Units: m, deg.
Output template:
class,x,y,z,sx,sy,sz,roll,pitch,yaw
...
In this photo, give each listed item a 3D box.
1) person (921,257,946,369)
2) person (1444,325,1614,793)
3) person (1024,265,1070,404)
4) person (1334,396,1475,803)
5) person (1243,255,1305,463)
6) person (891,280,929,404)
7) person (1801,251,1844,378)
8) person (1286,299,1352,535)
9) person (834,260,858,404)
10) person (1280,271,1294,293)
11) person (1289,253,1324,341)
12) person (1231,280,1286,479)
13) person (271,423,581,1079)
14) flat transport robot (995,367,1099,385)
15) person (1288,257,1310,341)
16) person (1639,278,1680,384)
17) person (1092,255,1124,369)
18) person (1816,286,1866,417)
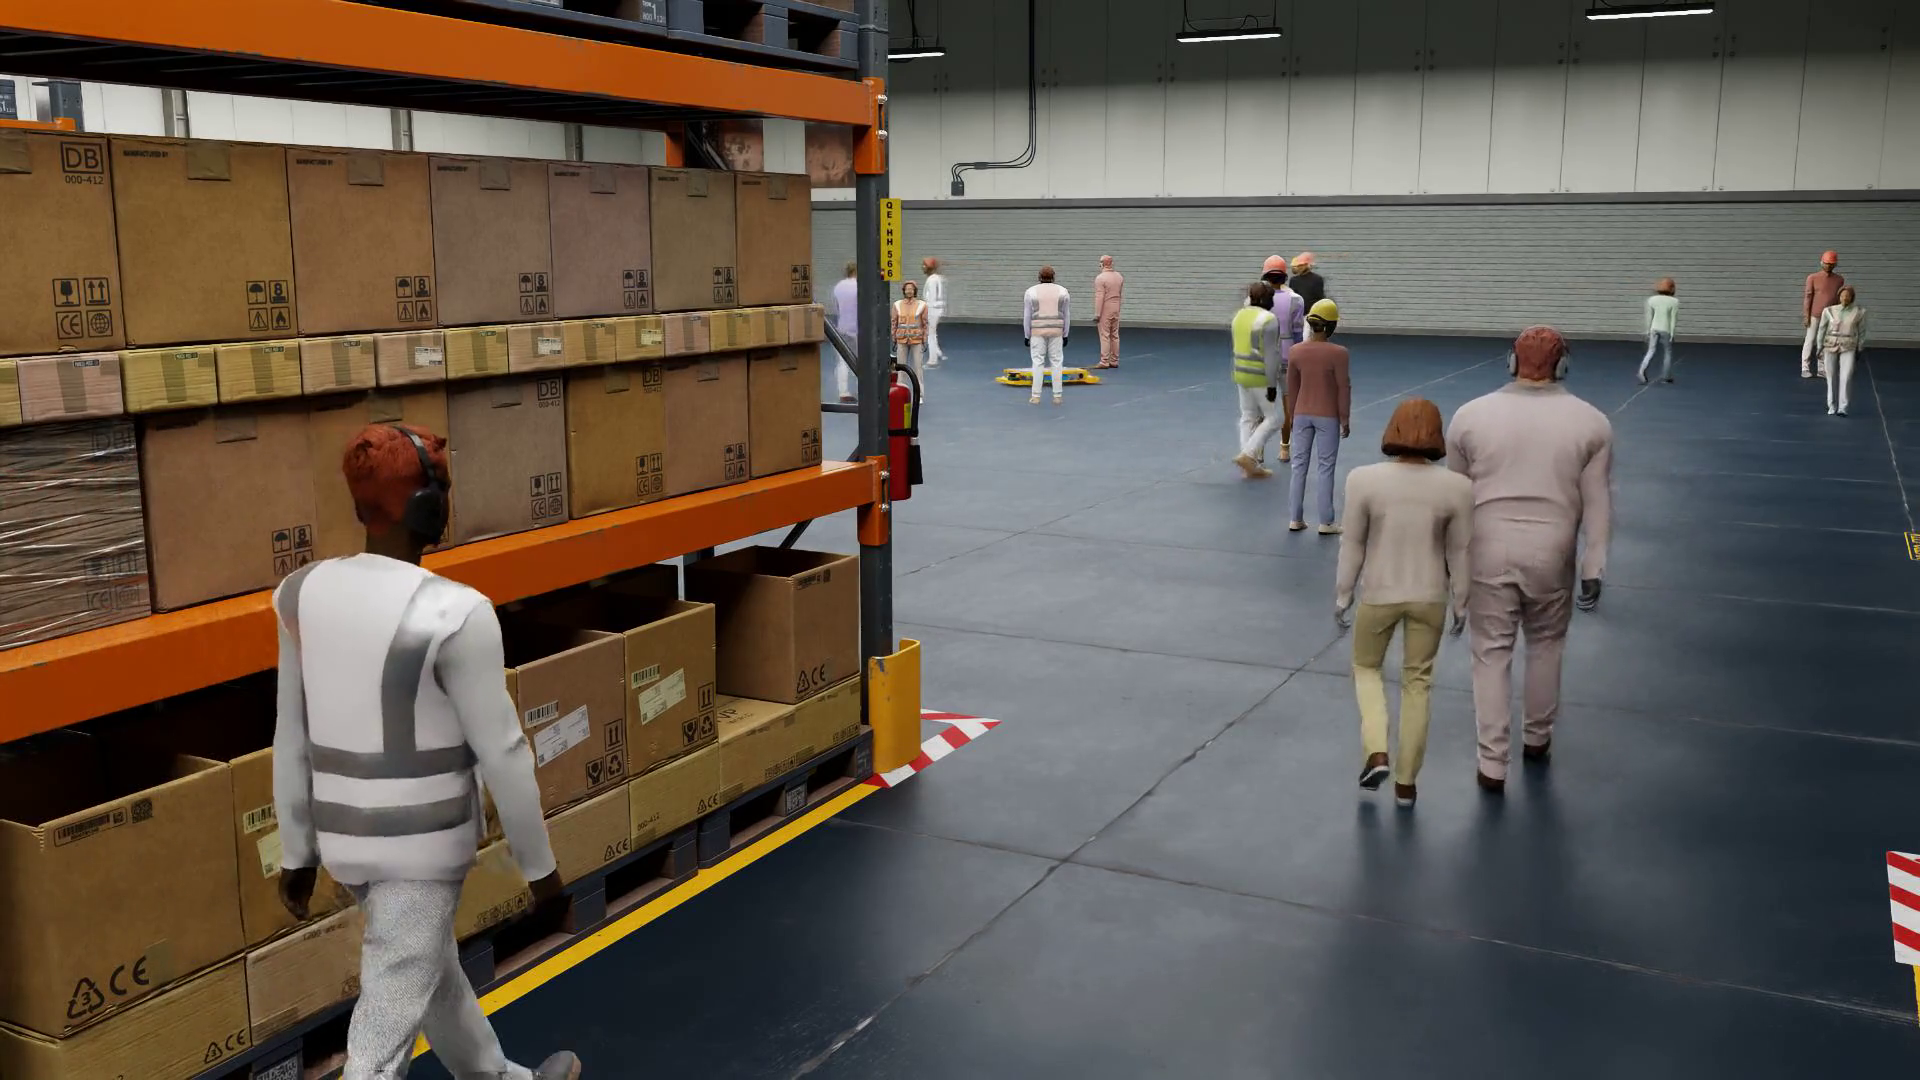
class,x,y,z,sx,sy,sz,roll,pitch,yaw
person,-0.506,-3.778,27.805,0.411,1.871,0.612,1,10,6
person,2.320,0.052,6.909,0.667,1.868,0.892,3,11,16
person,1.153,-2.735,22.205,0.627,1.844,0.429,-1,10,-6
person,1.754,0.238,6.592,0.529,1.618,0.345,2,11,10
person,3.081,-1.780,16.442,0.606,2.044,0.373,0,10,-2
person,-0.667,-2.625,22.140,0.521,1.645,0.307,2,11,11
person,13.622,-3.551,26.243,0.612,1.991,0.392,-1,10,-3
person,2.703,-0.922,12.525,0.533,1.768,0.310,9,14,41
person,-1.350,-2.786,22.290,0.652,1.904,0.873,9,14,40
person,4.883,-3.293,25.450,0.329,1.767,0.528,-7,13,-34
person,5.528,-3.670,27.024,0.634,1.937,1.022,10,14,43
person,2.734,-1.454,15.246,0.442,1.829,0.652,-5,12,-25
person,-1.145,0.655,3.714,0.596,1.833,0.967,6,12,29
flat transport robot,1.315,-2.477,25.082,1.431,0.197,0.652,-4,11,-20
person,6.742,-4.814,33.668,0.905,1.784,0.627,-4,11,-19
person,10.580,-3.154,25.152,0.751,1.610,0.508,-8,13,-39
person,2.459,-3.827,27.995,0.403,1.904,0.637,10,14,42
person,10.894,-2.324,20.601,0.516,1.604,0.805,6,12,31
